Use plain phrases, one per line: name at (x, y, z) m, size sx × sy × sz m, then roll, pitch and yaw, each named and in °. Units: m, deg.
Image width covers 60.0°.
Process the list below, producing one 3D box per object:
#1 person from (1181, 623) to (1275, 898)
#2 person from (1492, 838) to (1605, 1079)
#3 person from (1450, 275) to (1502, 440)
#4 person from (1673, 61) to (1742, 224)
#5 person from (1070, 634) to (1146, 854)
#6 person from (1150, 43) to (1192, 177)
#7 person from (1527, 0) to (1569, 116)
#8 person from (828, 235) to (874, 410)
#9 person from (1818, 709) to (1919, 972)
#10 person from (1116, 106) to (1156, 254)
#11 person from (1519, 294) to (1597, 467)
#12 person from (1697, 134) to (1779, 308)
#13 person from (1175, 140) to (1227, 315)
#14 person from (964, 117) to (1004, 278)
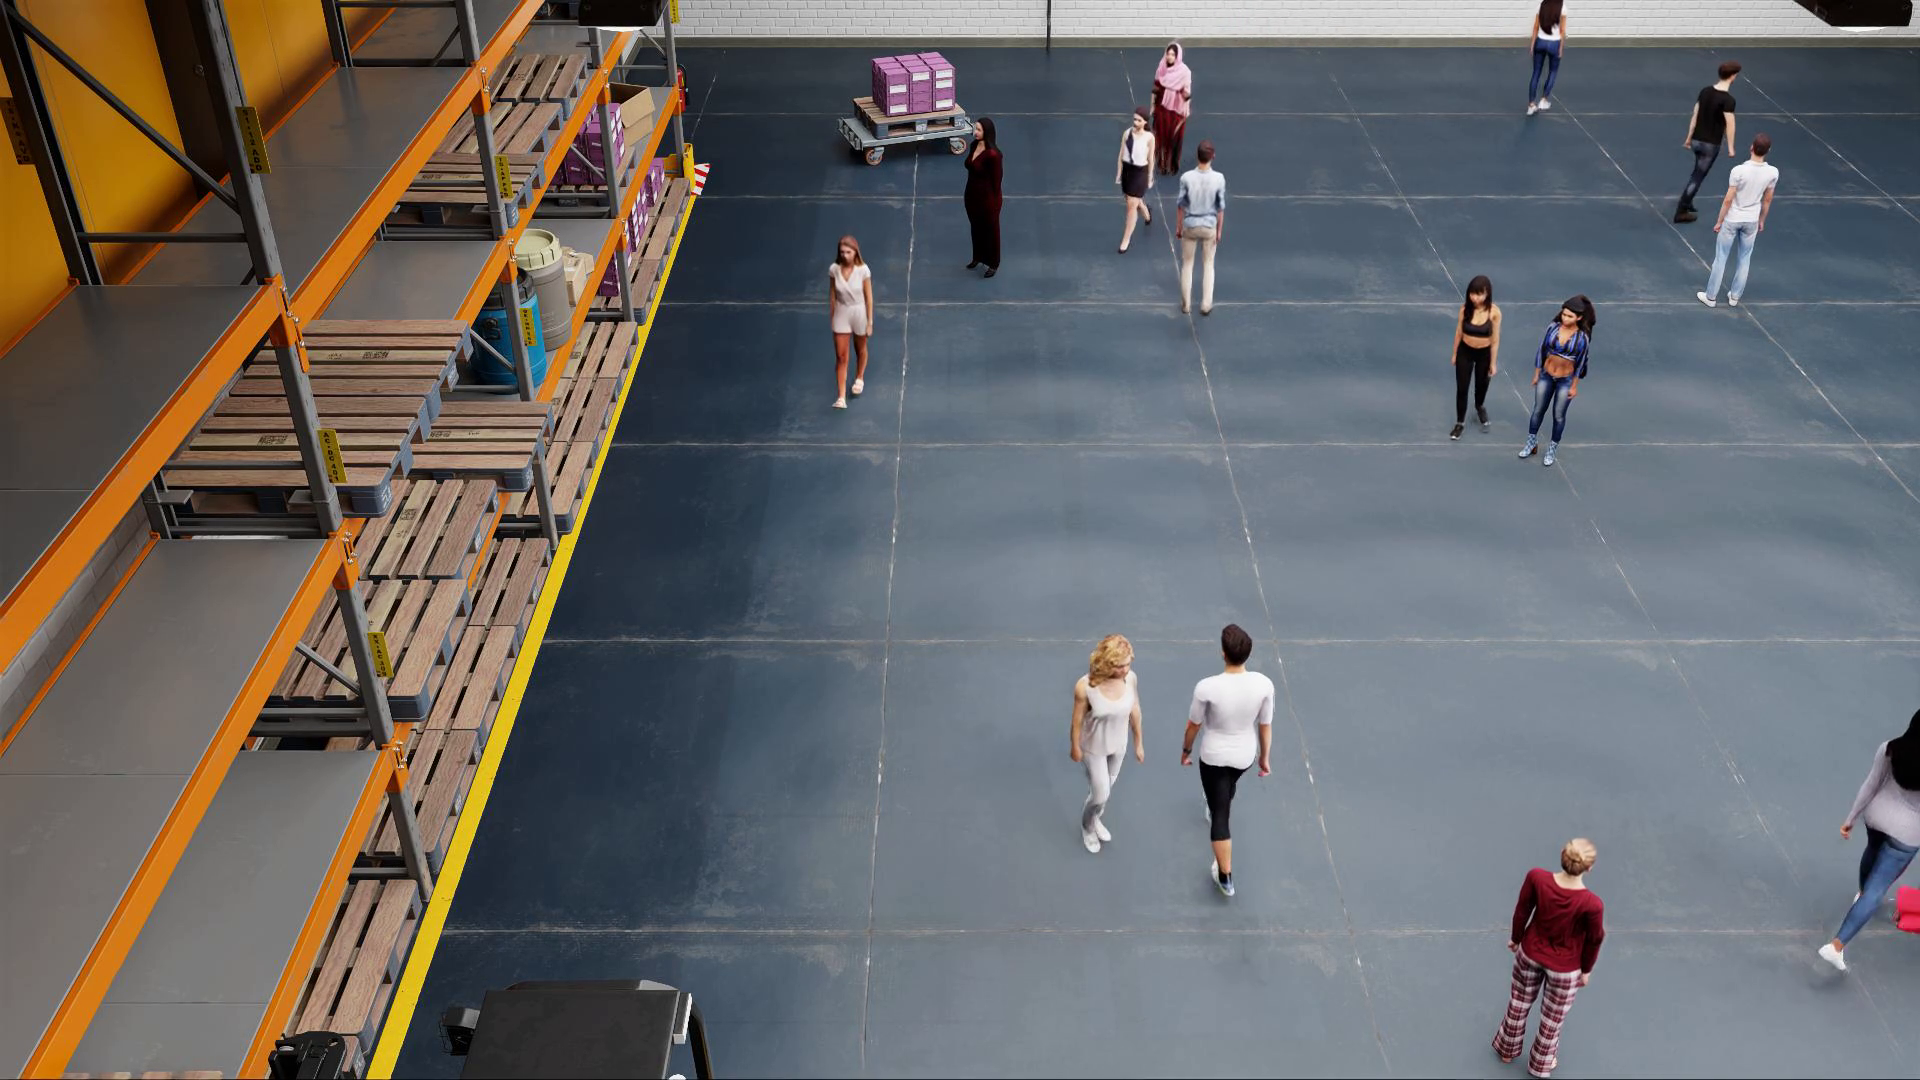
person at (1.676, 1.400, 10.312) m, size 0.793 × 1.799 × 1.230 m, roll -3°, pitch 34°, yaw -5°
person at (3.237, 2.263, 9.105) m, size 0.673 × 1.698 × 0.707 m, roll 24°, pitch 41°, yaw 32°
person at (4.706, -1.686, 15.116) m, size 0.773 × 1.621 × 0.906 m, roll 13°, pitch 36°, yaw 19°
person at (8.543, -4.567, 19.217) m, size 0.815 × 1.878 × 0.718 m, roll -10°, pitch 35°, yaw -15°
person at (0.895, 1.238, 10.689) m, size 0.694 × 1.652 × 0.724 m, roll -15°, pitch 36°, yaw -21°
person at (2.646, -5.388, 20.683) m, size 0.797 × 1.623 × 0.859 m, roll 17°, pitch 37°, yaw 24°
person at (7.859, -6.587, 22.362) m, size 0.784 × 1.761 × 0.843 m, roll 21°, pitch 39°, yaw 28°
person at (-0.999, -2.121, 15.728) m, size 0.674 × 1.667 × 1.046 m, roll 4°, pitch 34°, yaw 6°
person at (5.465, 1.772, 9.861) m, size 1.198 × 1.679 × 1.232 m, roll -23°, pitch 40°, yaw -30°
person at (2.002, -4.089, 18.729) m, size 0.931 × 1.623 × 1.106 m, roll 19°, pitch 38°, yaw 27°
person at (5.288, -1.417, 14.717) m, size 0.692 × 1.614 × 0.739 m, roll 26°, pitch 41°, yaw 33°
person at (8.161, -3.331, 17.383) m, size 0.645 × 1.851 × 0.516 m, roll 0°, pitch 34°, yaw 0°
person at (2.472, -3.219, 17.213) m, size 0.684 × 1.851 × 0.591 m, roll 5°, pitch 34°, yaw 7°
person at (0.269, -3.741, 18.083) m, size 0.824 × 1.758 × 0.735 m, roll -22°, pitch 40°, yaw -30°
